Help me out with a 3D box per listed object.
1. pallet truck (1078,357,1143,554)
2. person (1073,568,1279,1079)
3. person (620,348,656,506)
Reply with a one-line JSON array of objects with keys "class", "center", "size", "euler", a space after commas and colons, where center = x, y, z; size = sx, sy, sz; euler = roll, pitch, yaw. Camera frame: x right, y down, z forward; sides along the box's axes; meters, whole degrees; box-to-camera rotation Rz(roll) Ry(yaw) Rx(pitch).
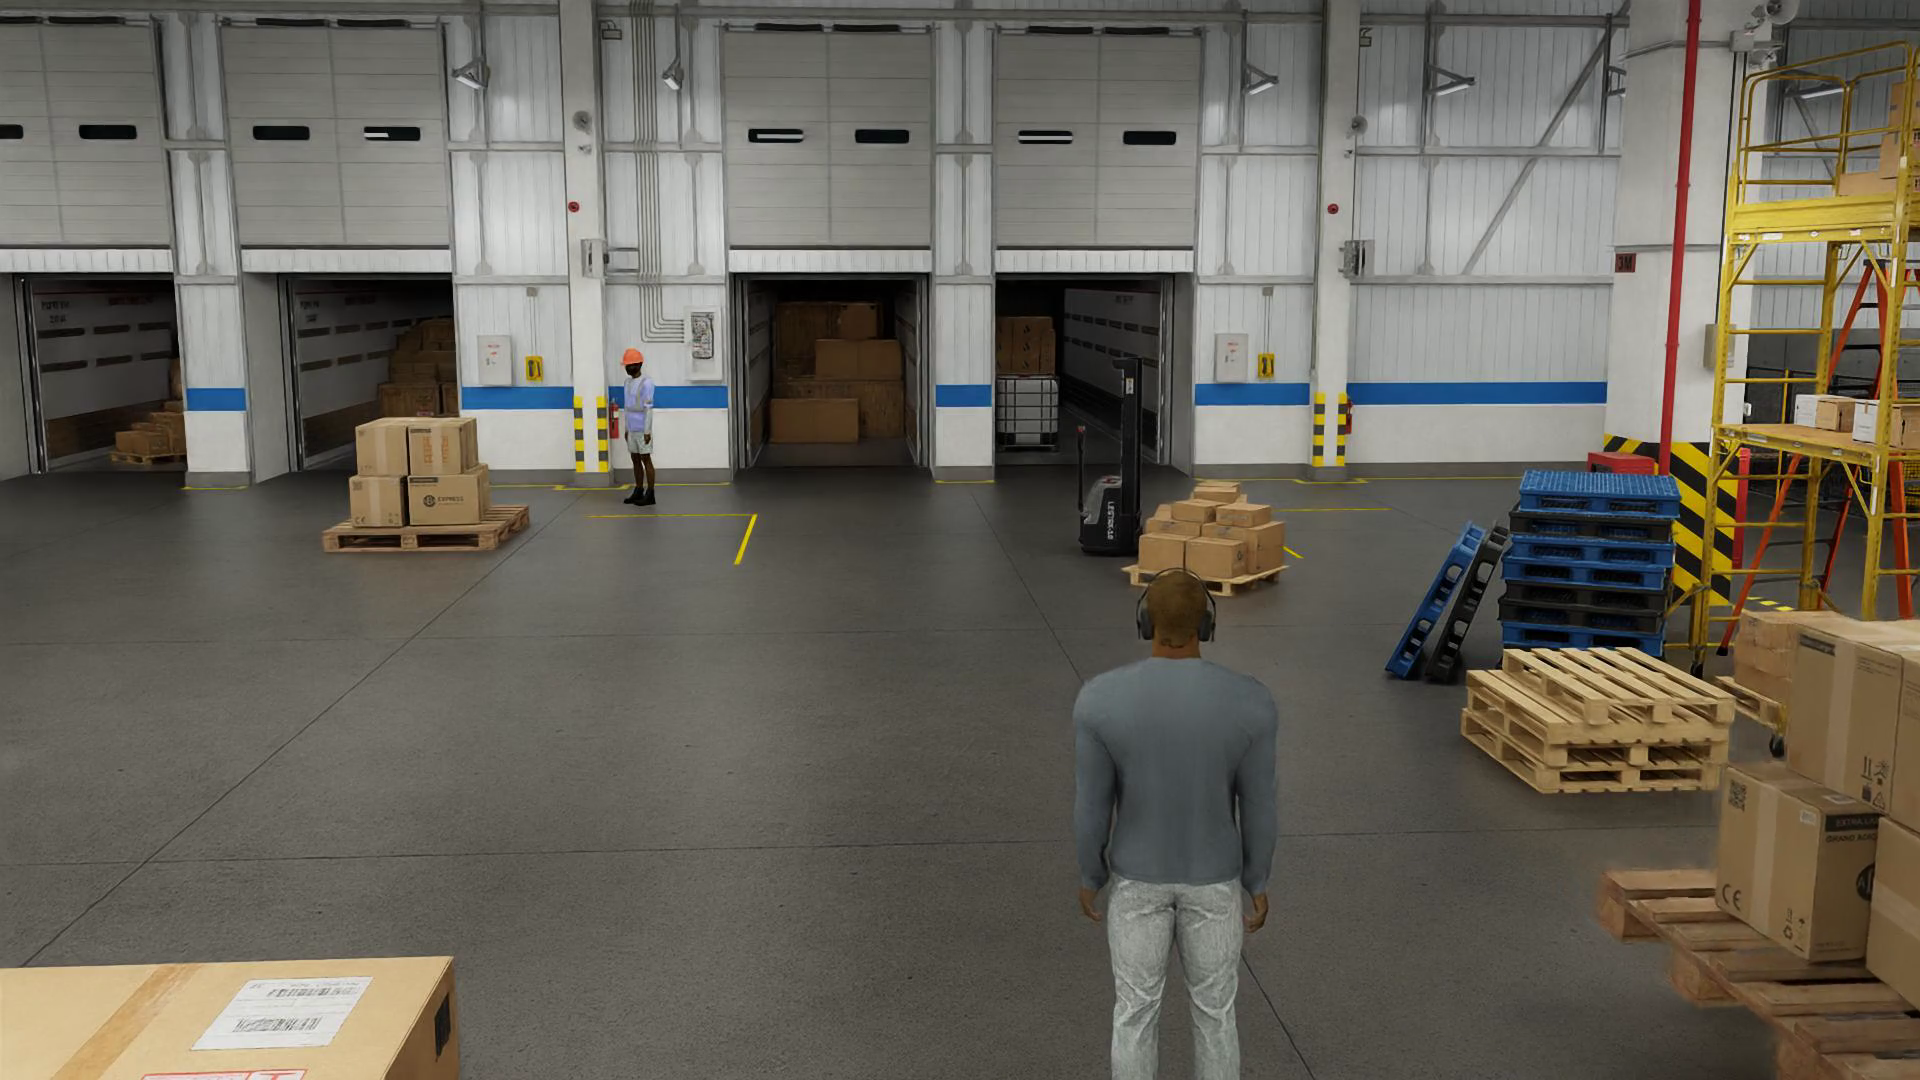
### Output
[{"class": "pallet truck", "center": [2.088, -0.836, 16.757], "size": [1.885, 1.965, 0.823], "euler": [2, 9, 13]}, {"class": "person", "center": [0.661, 1.045, 5.147], "size": [0.629, 1.936, 0.373], "euler": [1, 9, 7]}, {"class": "person", "center": [-3.967, -1.383, 20.415], "size": [0.389, 1.930, 0.544], "euler": [-9, 12, -43]}]
